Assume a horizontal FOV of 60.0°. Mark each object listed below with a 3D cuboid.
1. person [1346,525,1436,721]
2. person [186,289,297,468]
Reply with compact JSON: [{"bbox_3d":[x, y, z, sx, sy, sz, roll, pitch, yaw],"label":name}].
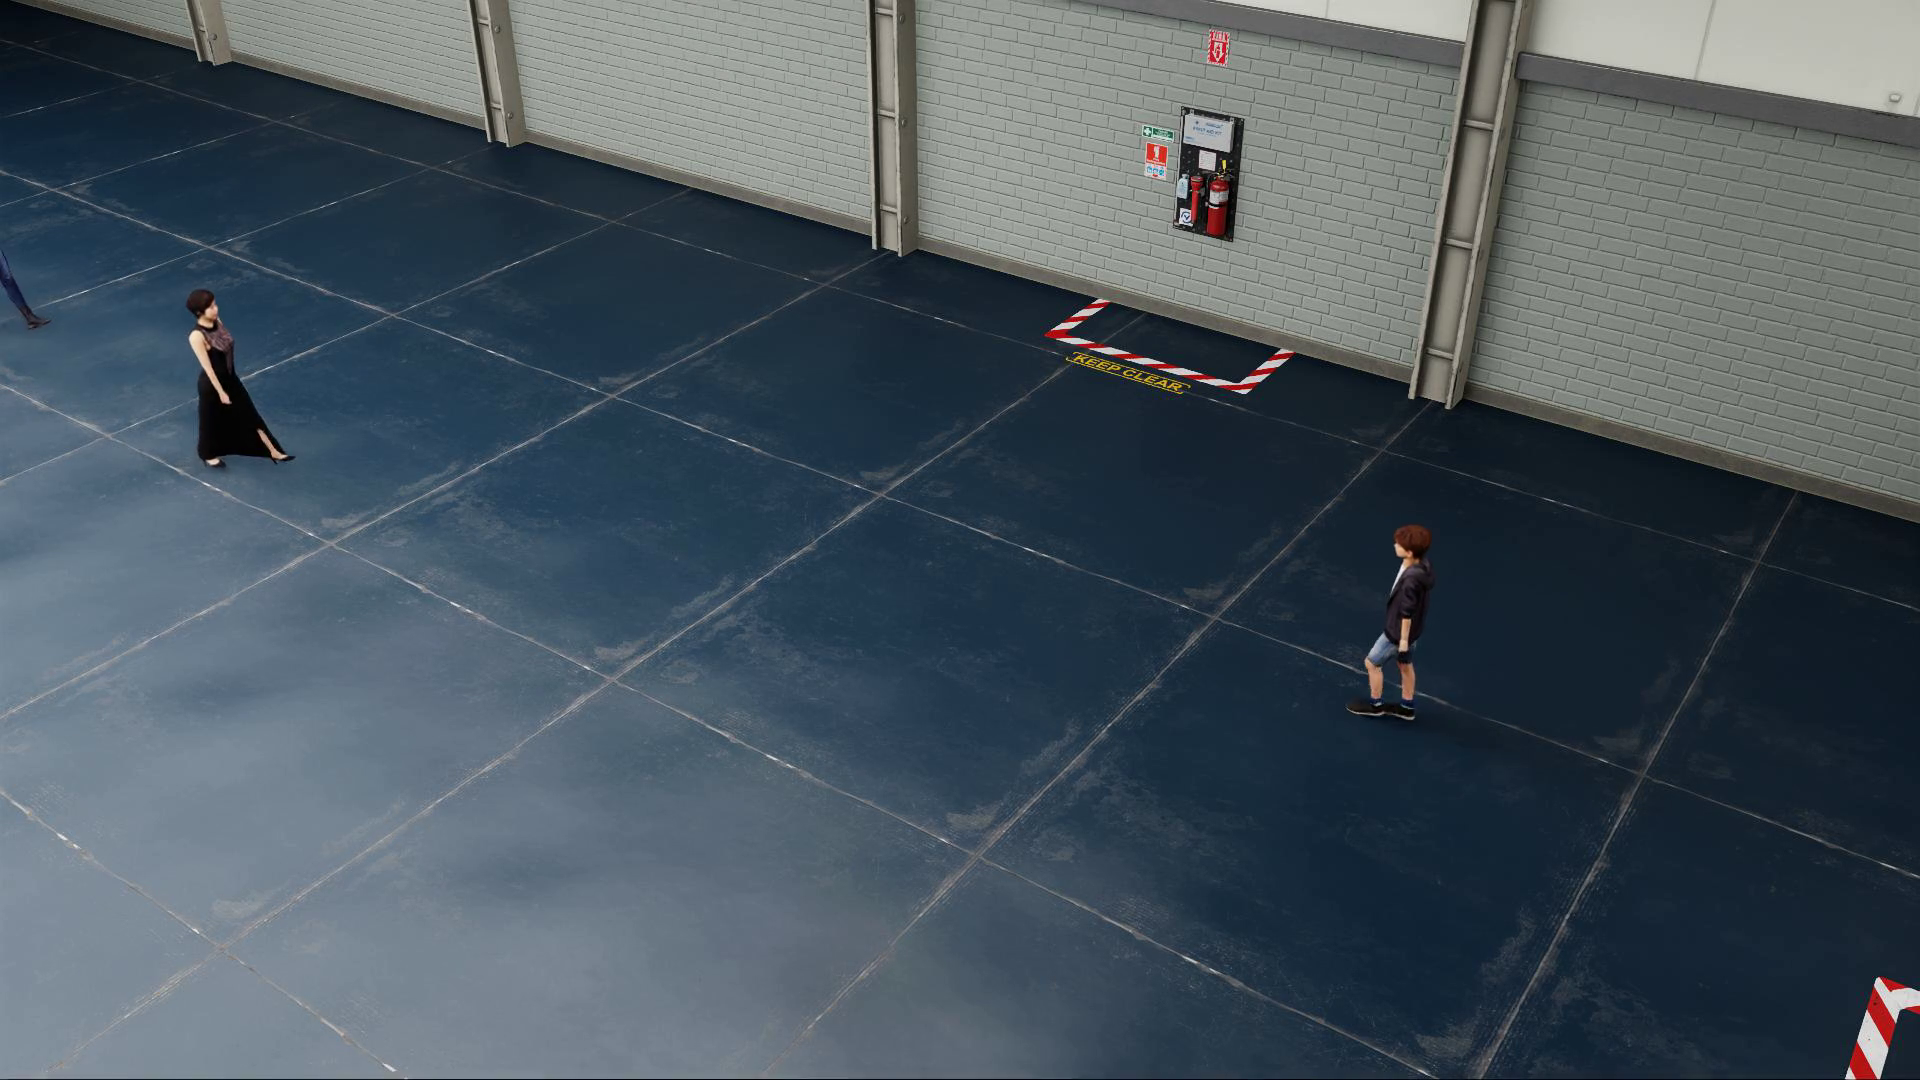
[{"bbox_3d":[2.863,0.555,10.535,0.676,1.432,0.579,16,36,24],"label":"person"},{"bbox_3d":[-5.973,-1.223,13.243,1.129,1.549,0.890,5,33,7],"label":"person"}]
